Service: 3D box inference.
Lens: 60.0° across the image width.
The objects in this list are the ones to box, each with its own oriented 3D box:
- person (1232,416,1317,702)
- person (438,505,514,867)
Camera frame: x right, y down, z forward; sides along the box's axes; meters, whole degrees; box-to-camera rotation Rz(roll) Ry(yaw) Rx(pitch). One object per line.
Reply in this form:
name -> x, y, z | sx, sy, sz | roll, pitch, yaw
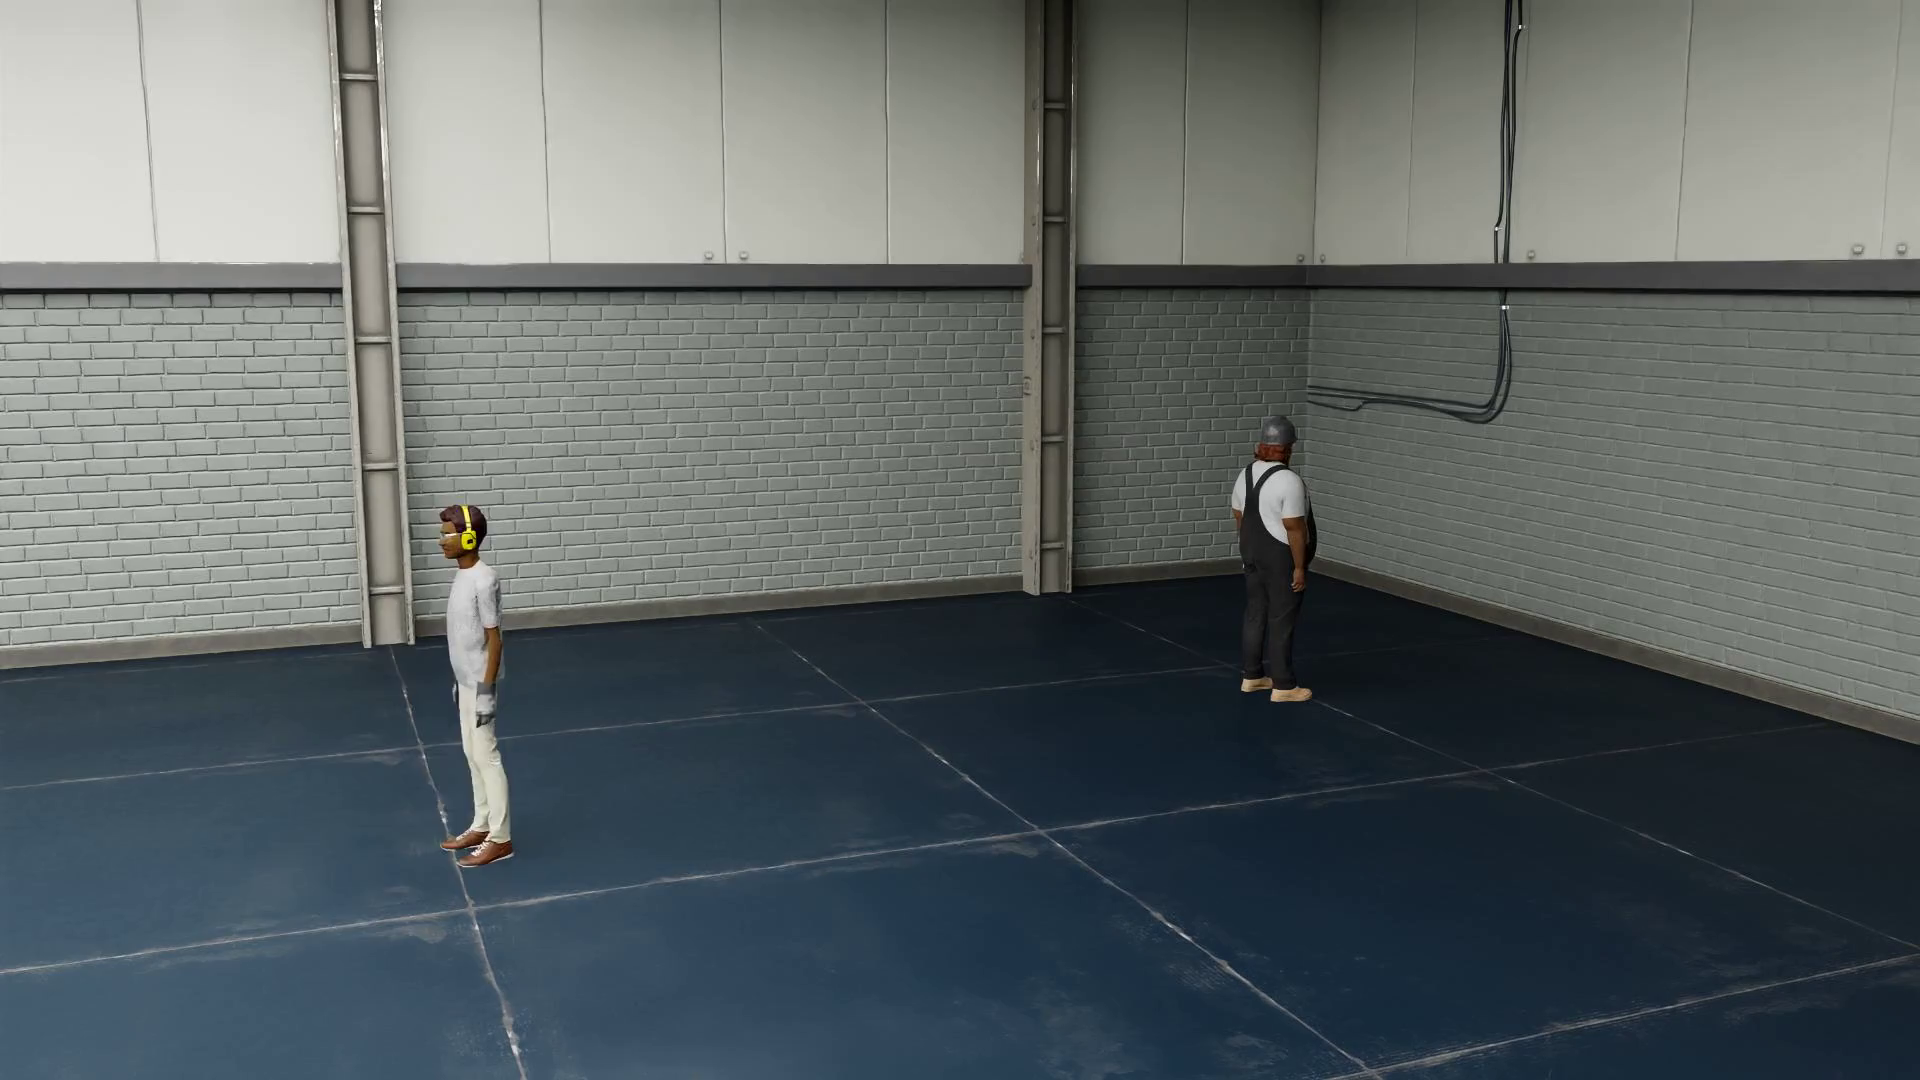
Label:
person -> 2.298, 0.124, 11.939 | 0.539, 2.000, 0.688 | -5, 10, -27
person -> -2.521, 0.747, 8.578 | 0.336, 1.872, 0.560 | -6, 11, -31
